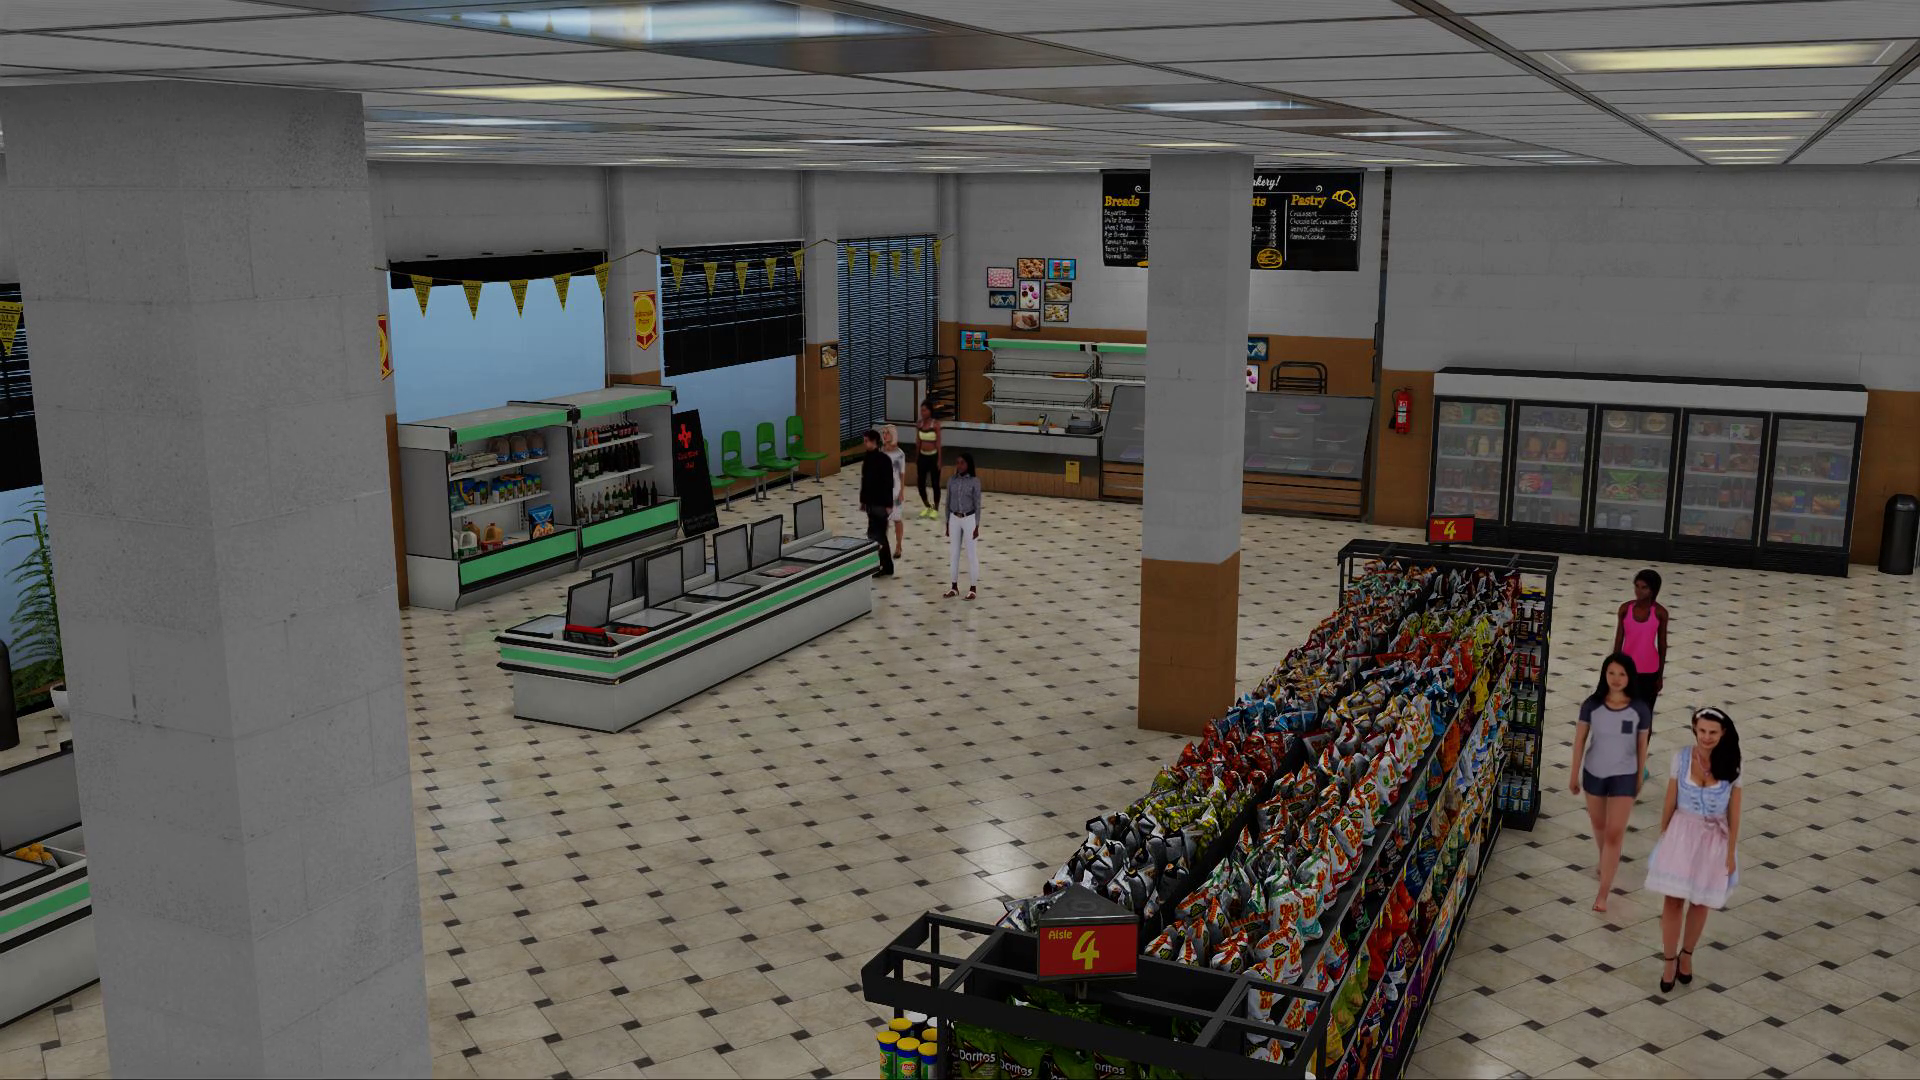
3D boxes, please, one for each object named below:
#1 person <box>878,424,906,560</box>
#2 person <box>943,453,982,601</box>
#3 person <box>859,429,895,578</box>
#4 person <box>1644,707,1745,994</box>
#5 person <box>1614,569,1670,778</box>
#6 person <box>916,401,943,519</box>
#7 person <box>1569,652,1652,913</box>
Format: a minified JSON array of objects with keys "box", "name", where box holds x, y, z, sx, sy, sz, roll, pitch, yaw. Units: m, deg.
[{"box":[-0.899,-0.636,21.518,0.559,1.750,0.507,6,13,26],"name":"person"},{"box":[0.043,-0.171,19.374,0.586,1.724,0.506,6,13,26],"name":"person"},{"box":[-0.918,-0.448,20.463,0.869,1.816,0.850,-8,14,-33],"name":"person"},{"box":[4.339,1.821,9.775,0.678,1.781,0.819,5,13,21],"name":"person"},{"box":[5.509,1.063,13.509,0.551,1.726,0.538,6,13,26],"name":"person"},{"box":[-0.409,-1.145,23.999,0.572,1.724,0.673,5,13,22],"name":"person"},{"box":[4.392,1.581,11.211,0.663,1.659,1.135,6,13,28],"name":"person"}]
